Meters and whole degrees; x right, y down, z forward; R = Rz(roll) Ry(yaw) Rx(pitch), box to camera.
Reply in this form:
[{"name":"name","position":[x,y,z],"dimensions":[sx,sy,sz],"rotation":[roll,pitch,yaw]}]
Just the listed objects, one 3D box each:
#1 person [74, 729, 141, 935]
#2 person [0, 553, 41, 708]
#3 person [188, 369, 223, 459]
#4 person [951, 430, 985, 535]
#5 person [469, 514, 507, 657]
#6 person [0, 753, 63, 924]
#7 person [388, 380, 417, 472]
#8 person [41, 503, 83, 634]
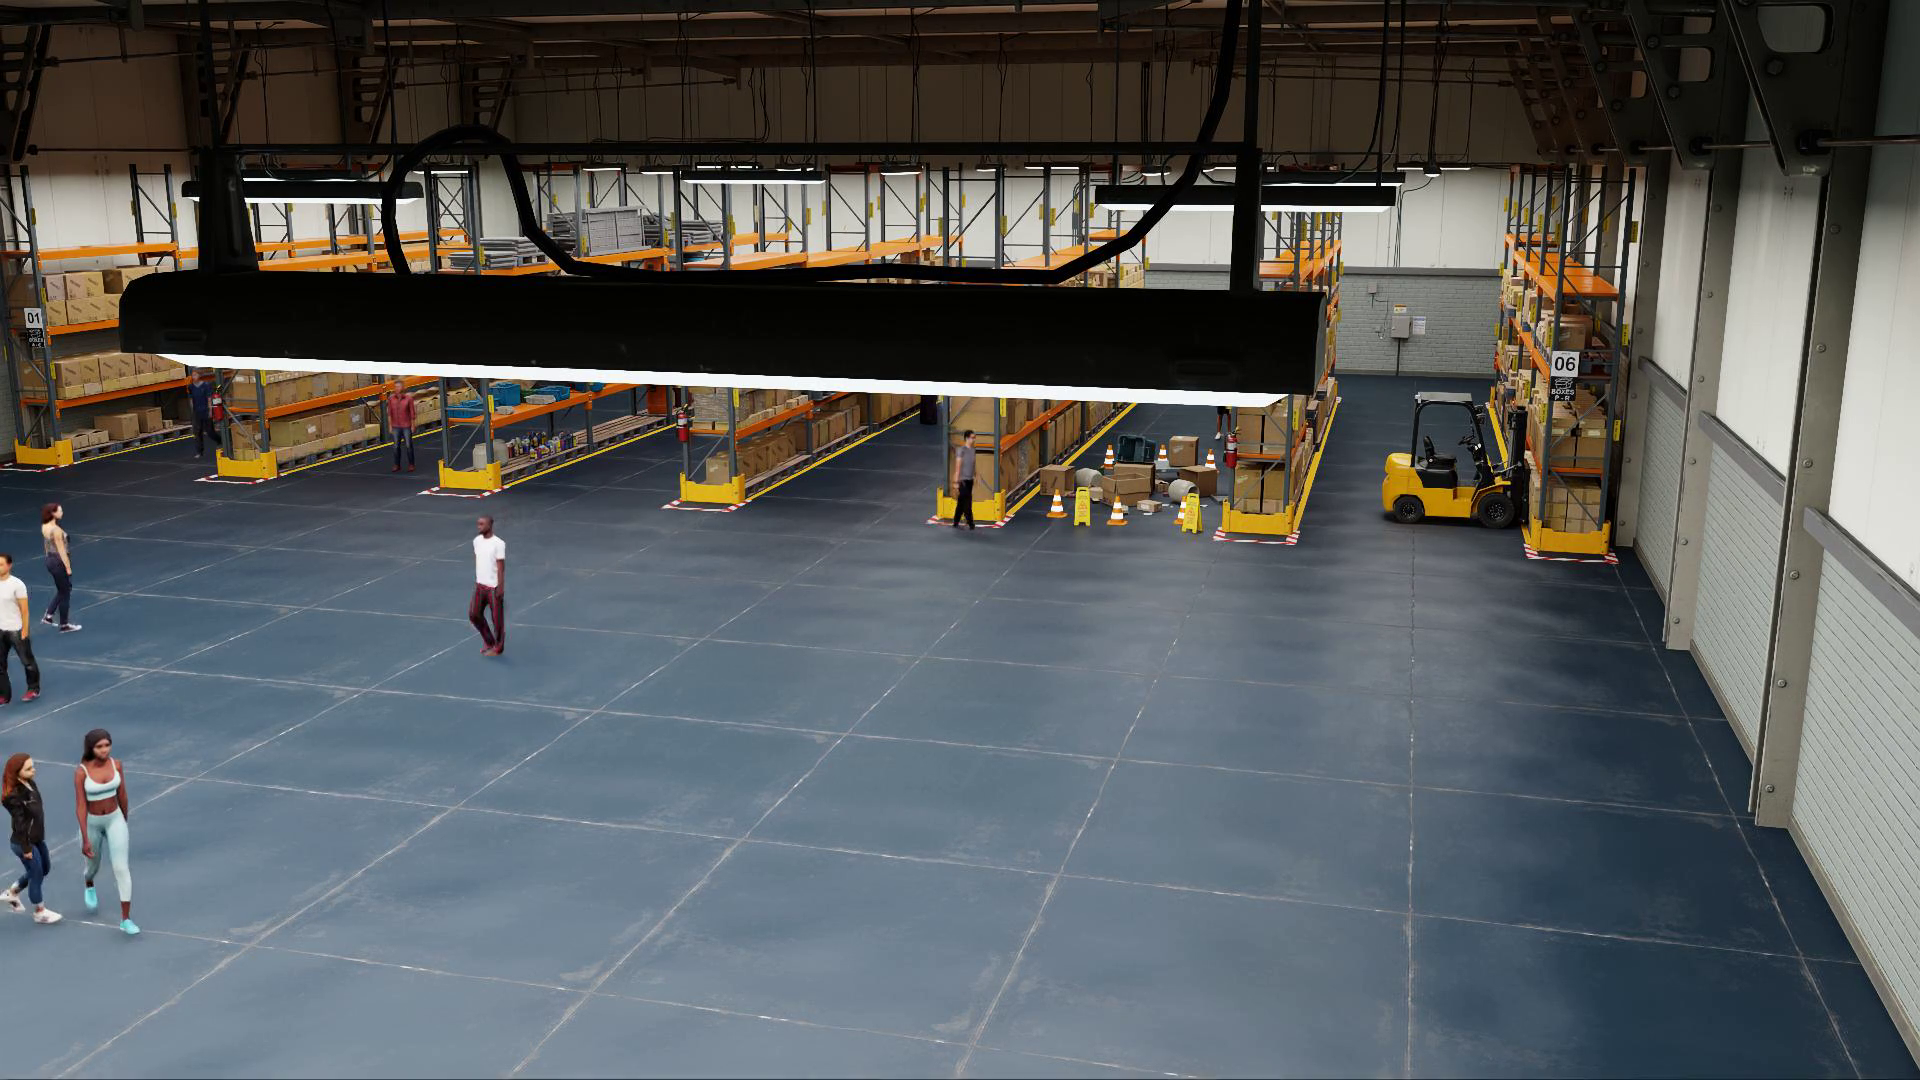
[{"name":"person","position":[-7.010,2.348,13.538],"dimensions":[1.097,1.697,1.020],"rotation":[-11,17,-40]},{"name":"person","position":[-10.872,1.003,19.169],"dimensions":[0.774,1.778,0.959],"rotation":[1,13,3]},{"name":"person","position":[-15.834,-2.662,34.844],"dimensions":[0.822,1.846,1.090],"rotation":[0,13,2]},{"name":"person","position":[0.008,-0.984,27.859],"dimensions":[0.880,1.728,0.982],"rotation":[9,16,33]},{"name":"person","position":[-5.868,0.555,20.992],"dimensions":[0.747,1.828,0.730],"rotation":[7,15,29]},{"name":"person","position":[-7.697,2.451,13.607],"dimensions":[0.785,1.467,0.767],"rotation":[-2,13,-8]},{"name":"person","position":[-11.179,-2.300,33.313],"dimensions":[0.750,1.831,0.676],"rotation":[-1,13,-3]},{"name":"person","position":[-11.956,0.384,21.879],"dimensions":[0.764,1.761,0.820],"rotation":[11,17,39]}]
